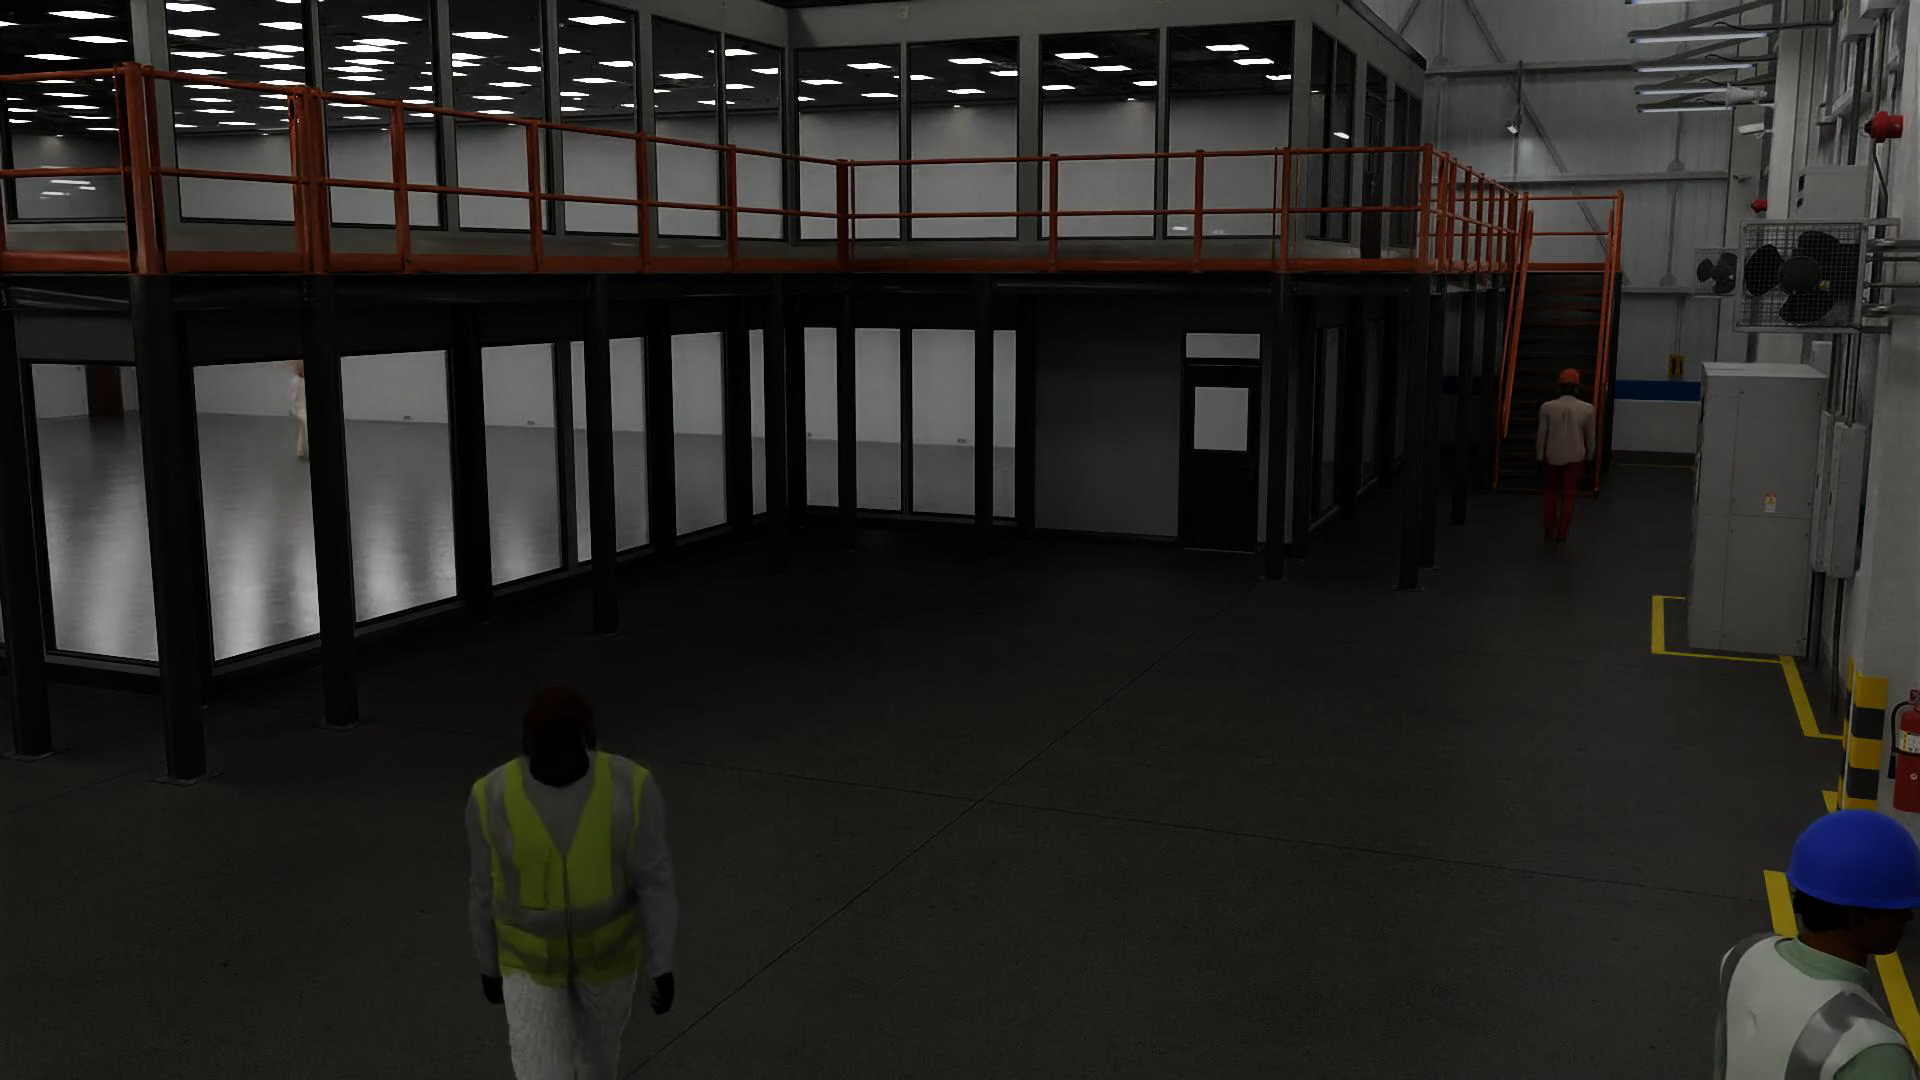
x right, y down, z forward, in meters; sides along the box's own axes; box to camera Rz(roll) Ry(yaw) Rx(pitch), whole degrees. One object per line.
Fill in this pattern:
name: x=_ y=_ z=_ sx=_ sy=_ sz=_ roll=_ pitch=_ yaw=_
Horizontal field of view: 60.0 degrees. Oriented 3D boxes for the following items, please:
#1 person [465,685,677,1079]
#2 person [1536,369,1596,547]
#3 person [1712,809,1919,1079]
person: x=-1.232 y=1.317 z=5.330 sx=0.640 sy=1.790 sz=0.998 roll=-2 pitch=10 yaw=-15
person: x=6.782 y=-0.930 z=18.633 sx=0.641 sy=1.951 sz=0.939 roll=3 pitch=10 yaw=18
person: x=1.831 y=1.517 z=3.576 sx=0.390 sy=1.946 sz=0.614 roll=0 pitch=9 yaw=-2
